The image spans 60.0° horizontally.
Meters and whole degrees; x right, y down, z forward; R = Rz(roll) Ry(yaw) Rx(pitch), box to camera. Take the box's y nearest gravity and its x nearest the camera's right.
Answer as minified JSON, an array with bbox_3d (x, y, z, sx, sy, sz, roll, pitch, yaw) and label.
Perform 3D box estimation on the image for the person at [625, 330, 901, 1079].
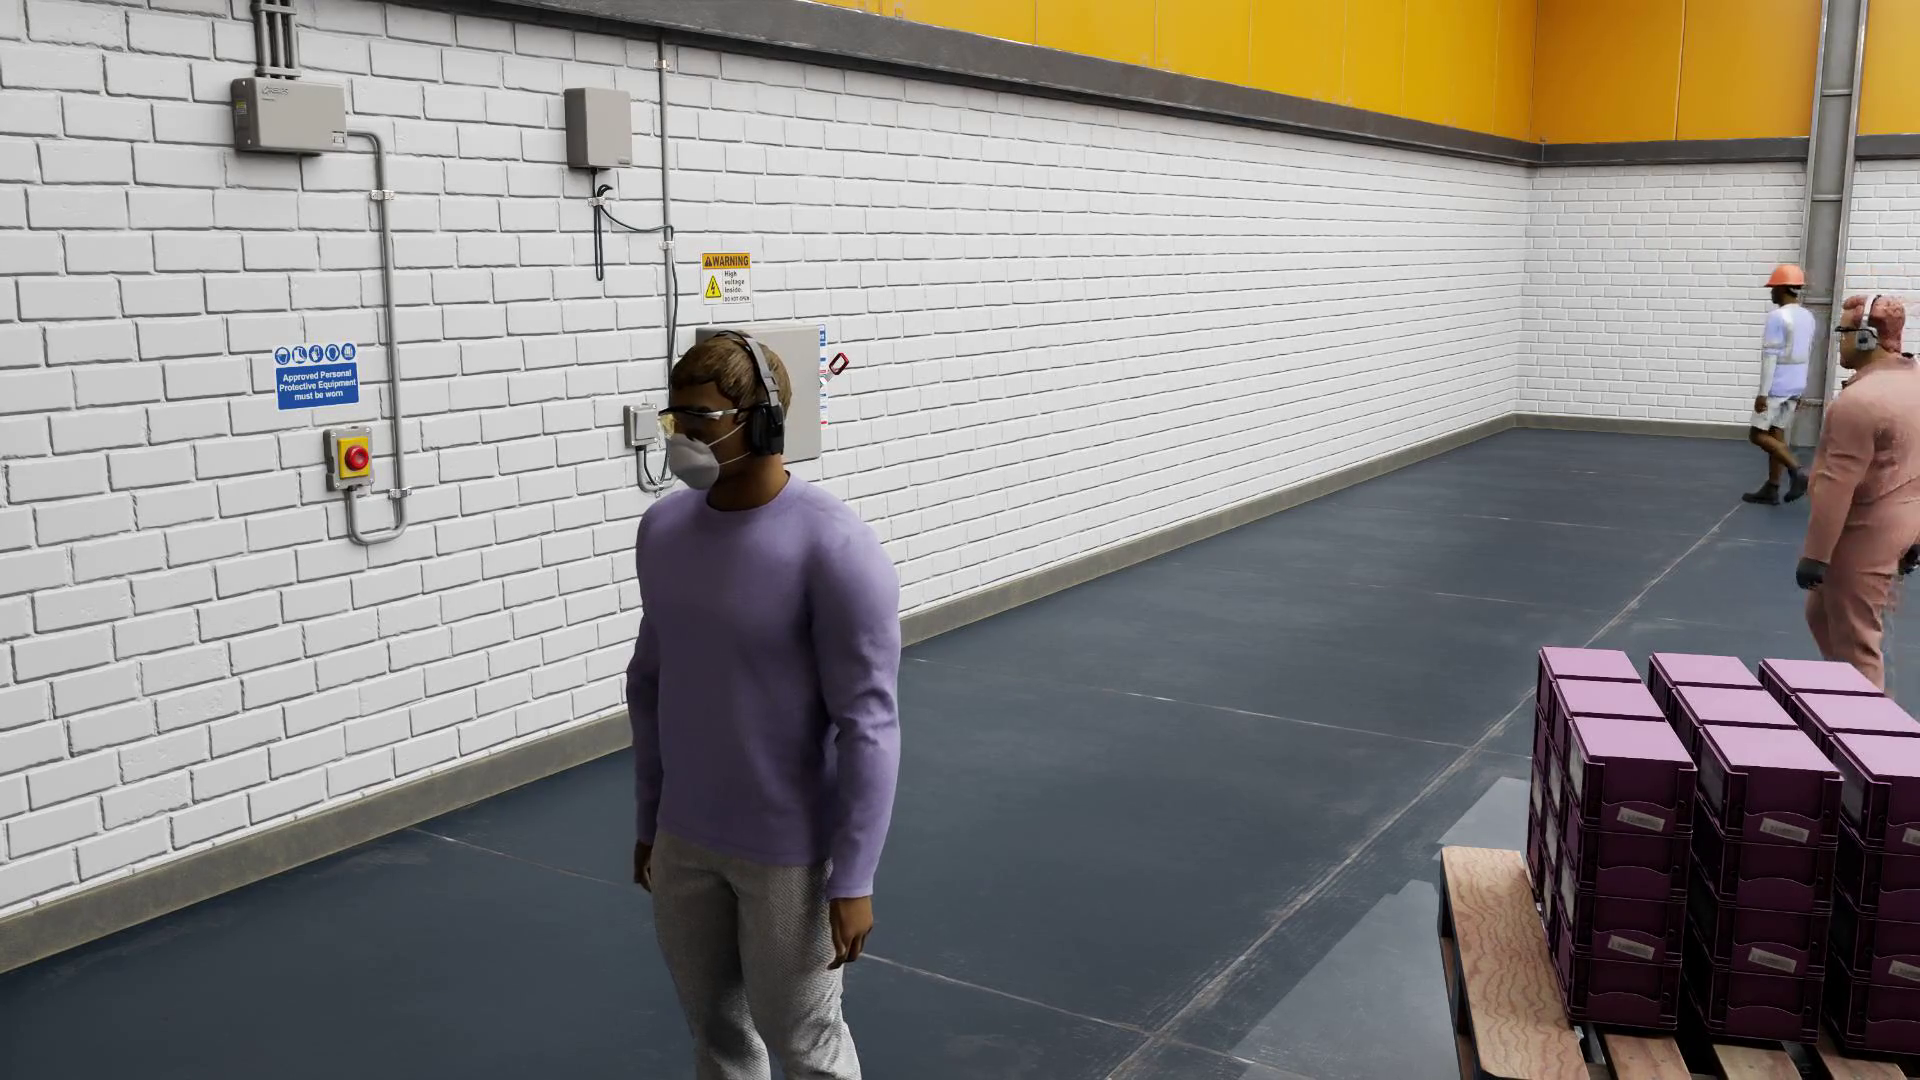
[{"bbox_3d":[-0.398,0.577,3.153,0.636,1.938,0.358,8,13,38],"label":"person"}]

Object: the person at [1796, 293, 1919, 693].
[{"bbox_3d":[3.479,-0.007,6.493,0.658,1.891,0.483,-9,14,-42],"label":"person"}]

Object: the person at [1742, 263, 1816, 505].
[{"bbox_3d":[6.489,-1.200,13.050,0.560,1.921,0.544,-7,12,-35],"label":"person"}]
